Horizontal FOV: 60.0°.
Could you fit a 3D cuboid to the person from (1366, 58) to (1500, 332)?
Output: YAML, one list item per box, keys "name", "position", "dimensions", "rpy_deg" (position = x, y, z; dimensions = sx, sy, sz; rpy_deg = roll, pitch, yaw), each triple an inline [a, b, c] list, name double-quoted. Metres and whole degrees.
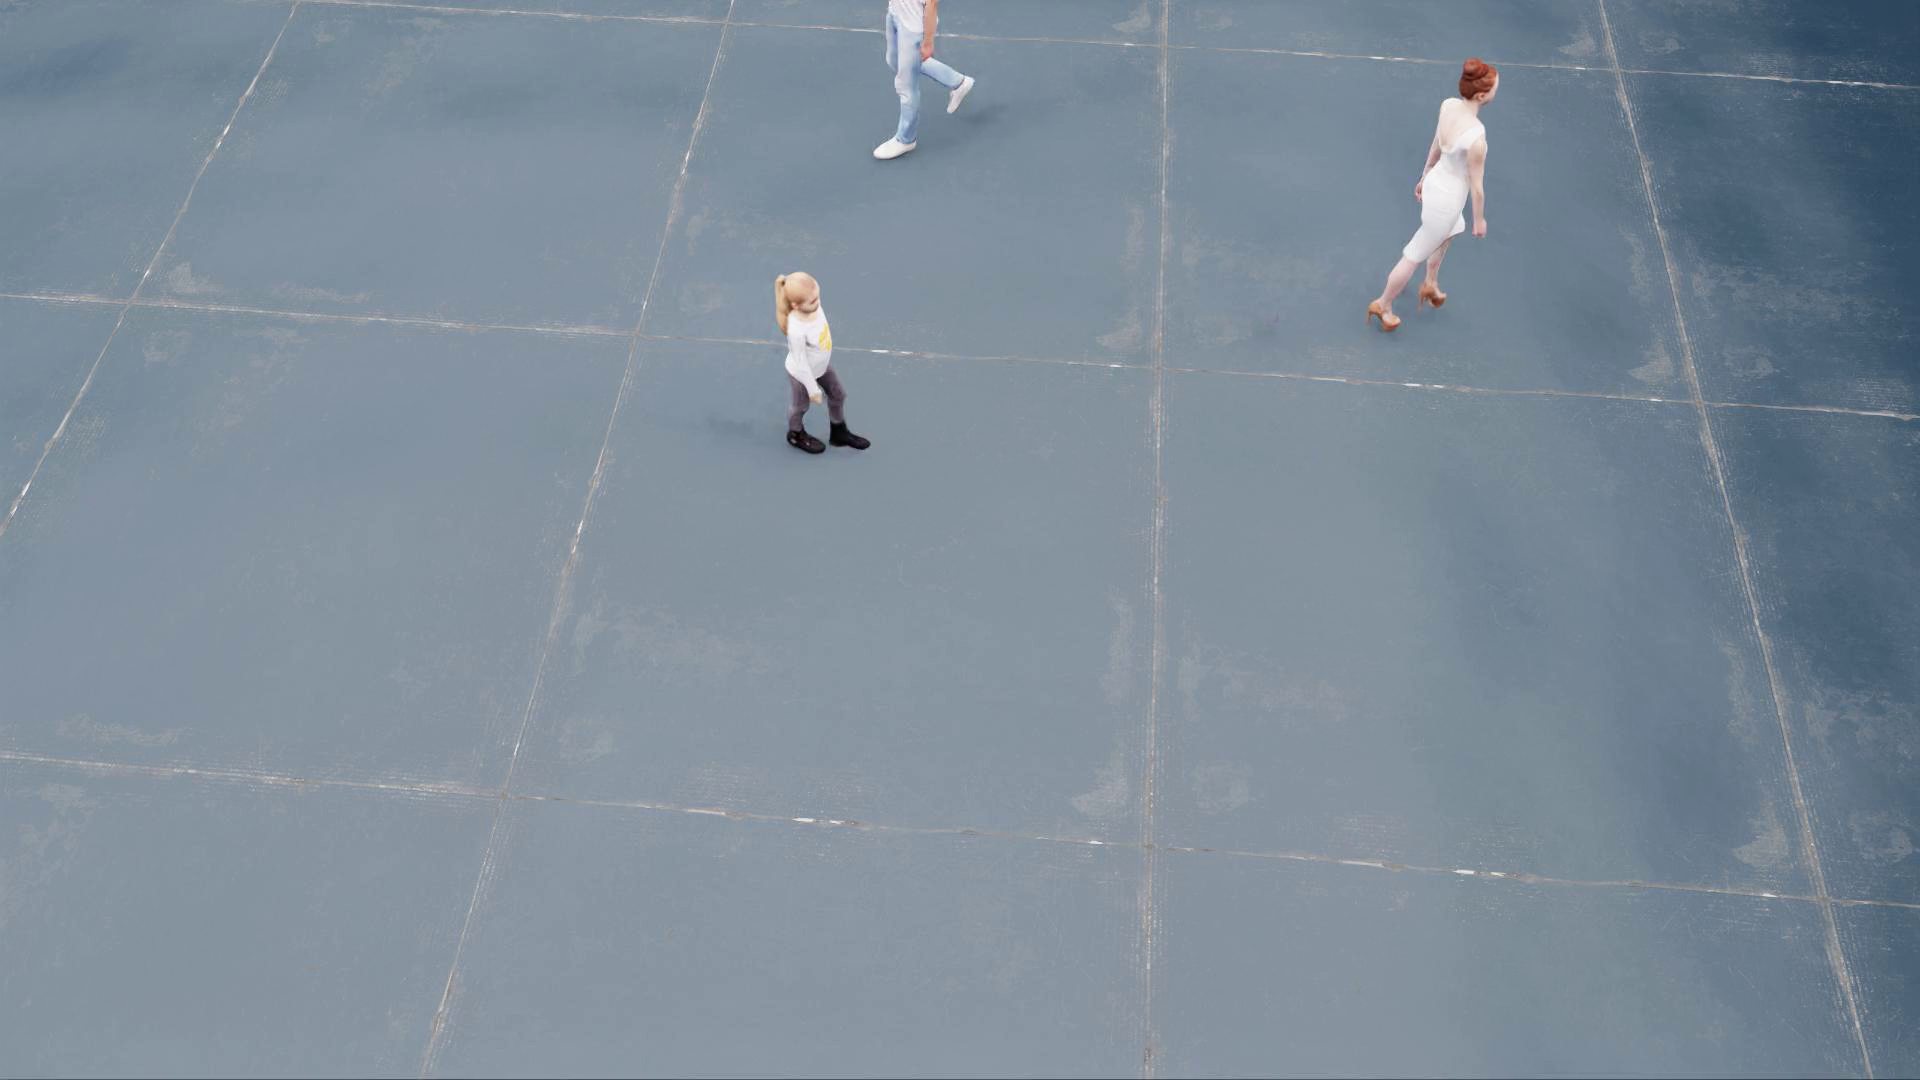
- name: "person"
  position: [2.467, -1.780, 8.888]
  dimensions: [0.778, 1.778, 0.665]
  rpy_deg: [-4, 52, -3]

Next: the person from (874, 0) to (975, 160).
- name: "person"
  position: [-0.223, -3.121, 9.889]
  dimensions: [1.096, 1.837, 0.953]
  rpy_deg: [-21, 55, -15]

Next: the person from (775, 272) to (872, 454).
- name: "person"
  position: [-0.840, -0.897, 8.529]
  dimensions: [0.719, 1.264, 0.577]
  rpy_deg: [14, 54, 11]
